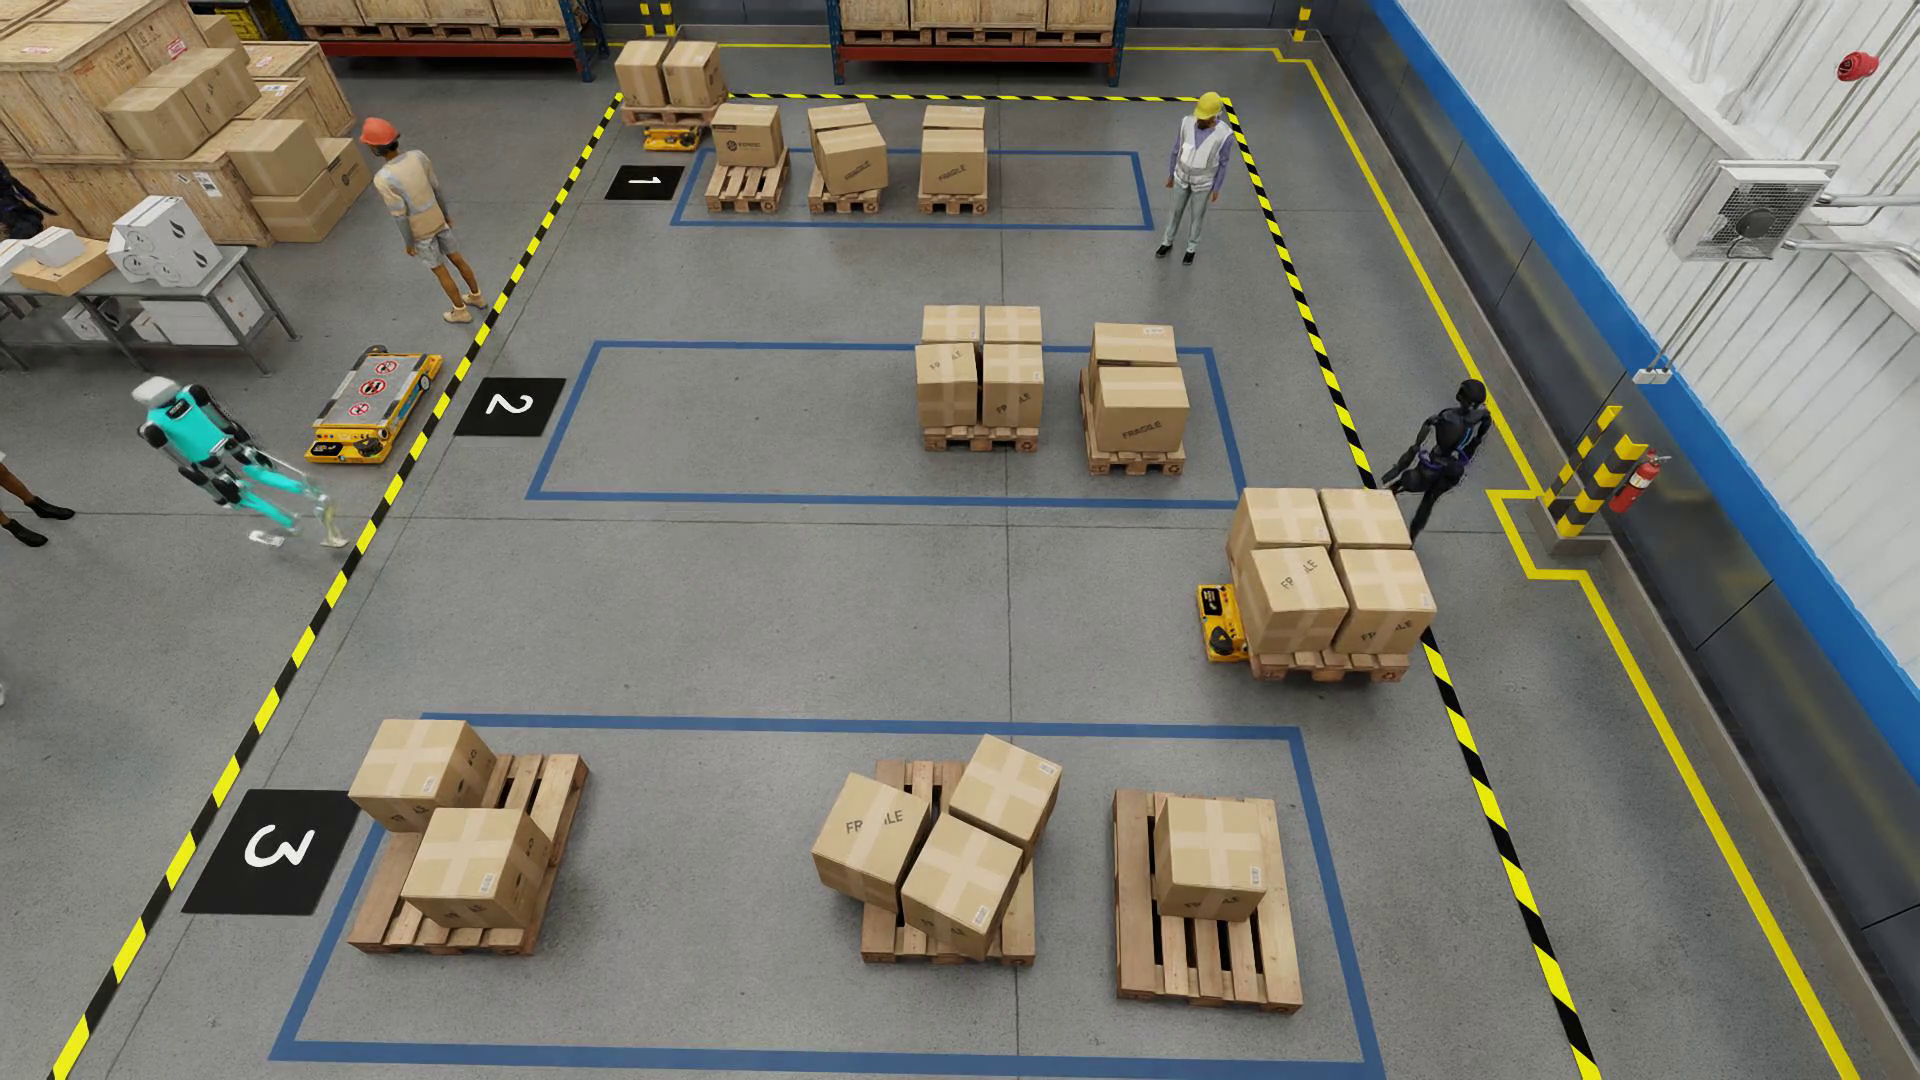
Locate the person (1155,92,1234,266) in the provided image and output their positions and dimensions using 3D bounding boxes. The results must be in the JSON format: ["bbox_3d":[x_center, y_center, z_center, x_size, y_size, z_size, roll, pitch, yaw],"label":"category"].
[{"bbox_3d":[2.427,-3.734,9.509,0.587,1.821,0.404,25,54,20],"label":"person"}]

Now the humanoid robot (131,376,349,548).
[{"bbox_3d":[-5.188,-0.452,6.789,0.928,1.733,0.535,8,50,7],"label":"humanoid robot"}]

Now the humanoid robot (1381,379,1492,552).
[{"bbox_3d":[3.549,-0.551,6.911,0.599,1.644,0.463,-6,50,-5],"label":"humanoid robot"}]

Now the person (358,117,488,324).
[{"bbox_3d":[-5.111,-3.007,8.747,0.355,2.047,0.613,14,51,11],"label":"person"}]

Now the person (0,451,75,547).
[{"bbox_3d":[-7.612,-0.733,6.892,0.349,1.942,0.543,7,50,6],"label":"person"}]

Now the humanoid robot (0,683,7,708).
[{"bbox_3d":[-7.042,0.429,6.056,0.540,1.739,1.029,-33,57,-25],"label":"humanoid robot"}]

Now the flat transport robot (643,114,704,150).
[{"bbox_3d":[-3.680,-5.553,12.048,0.652,0.197,1.431,1,50,1],"label":"flat transport robot"}]

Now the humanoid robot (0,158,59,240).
[{"bbox_3d":[-9.537,-3.273,9.255,0.769,1.646,0.601,-9,50,-8],"label":"humanoid robot"}]

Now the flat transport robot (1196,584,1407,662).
[{"bbox_3d":[2.543,0.592,6.848,1.431,0.197,0.652,1,50,1],"label":"flat transport robot"}]

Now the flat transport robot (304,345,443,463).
[{"bbox_3d":[-5.383,-1.269,8.441,0.659,0.231,1.431,1,50,1],"label":"flat transport robot"}]
